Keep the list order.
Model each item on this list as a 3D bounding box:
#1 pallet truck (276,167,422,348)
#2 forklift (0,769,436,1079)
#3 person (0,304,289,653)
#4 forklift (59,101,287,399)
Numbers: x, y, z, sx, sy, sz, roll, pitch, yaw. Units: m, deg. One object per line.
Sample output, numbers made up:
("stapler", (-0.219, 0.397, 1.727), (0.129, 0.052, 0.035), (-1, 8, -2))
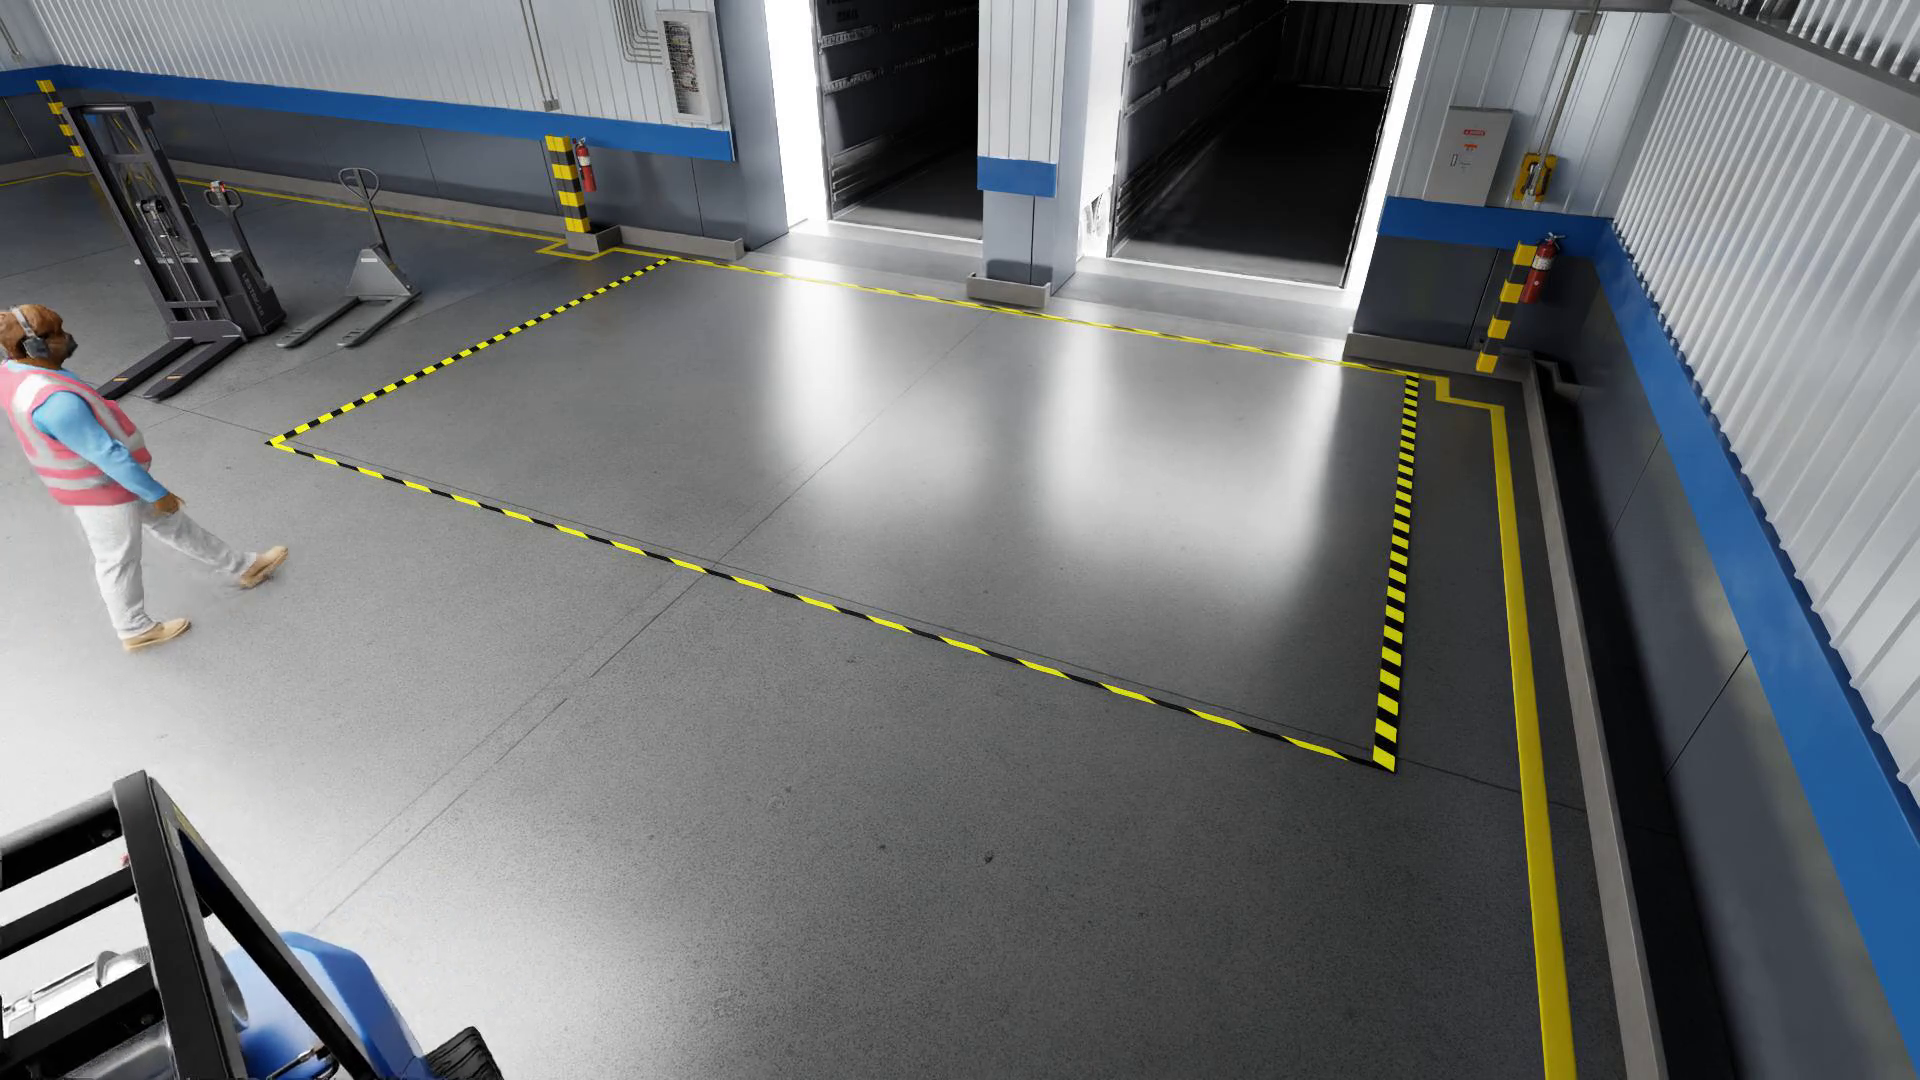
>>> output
("pallet truck", (-5.732, -2.611, 8.414), (0.680, 1.201, 1.601), (-1, 35, -1))
("forklift", (-1.287, 1.606, 1.412), (1.157, 2.036, 2.680), (-28, 44, -34))
("person", (-4.187, -0.338, 4.667), (0.658, 1.805, 0.878), (28, 43, 34))
("forklift", (-6.686, -2.387, 7.434), (0.823, 1.965, 1.885), (-3, 35, -5))
